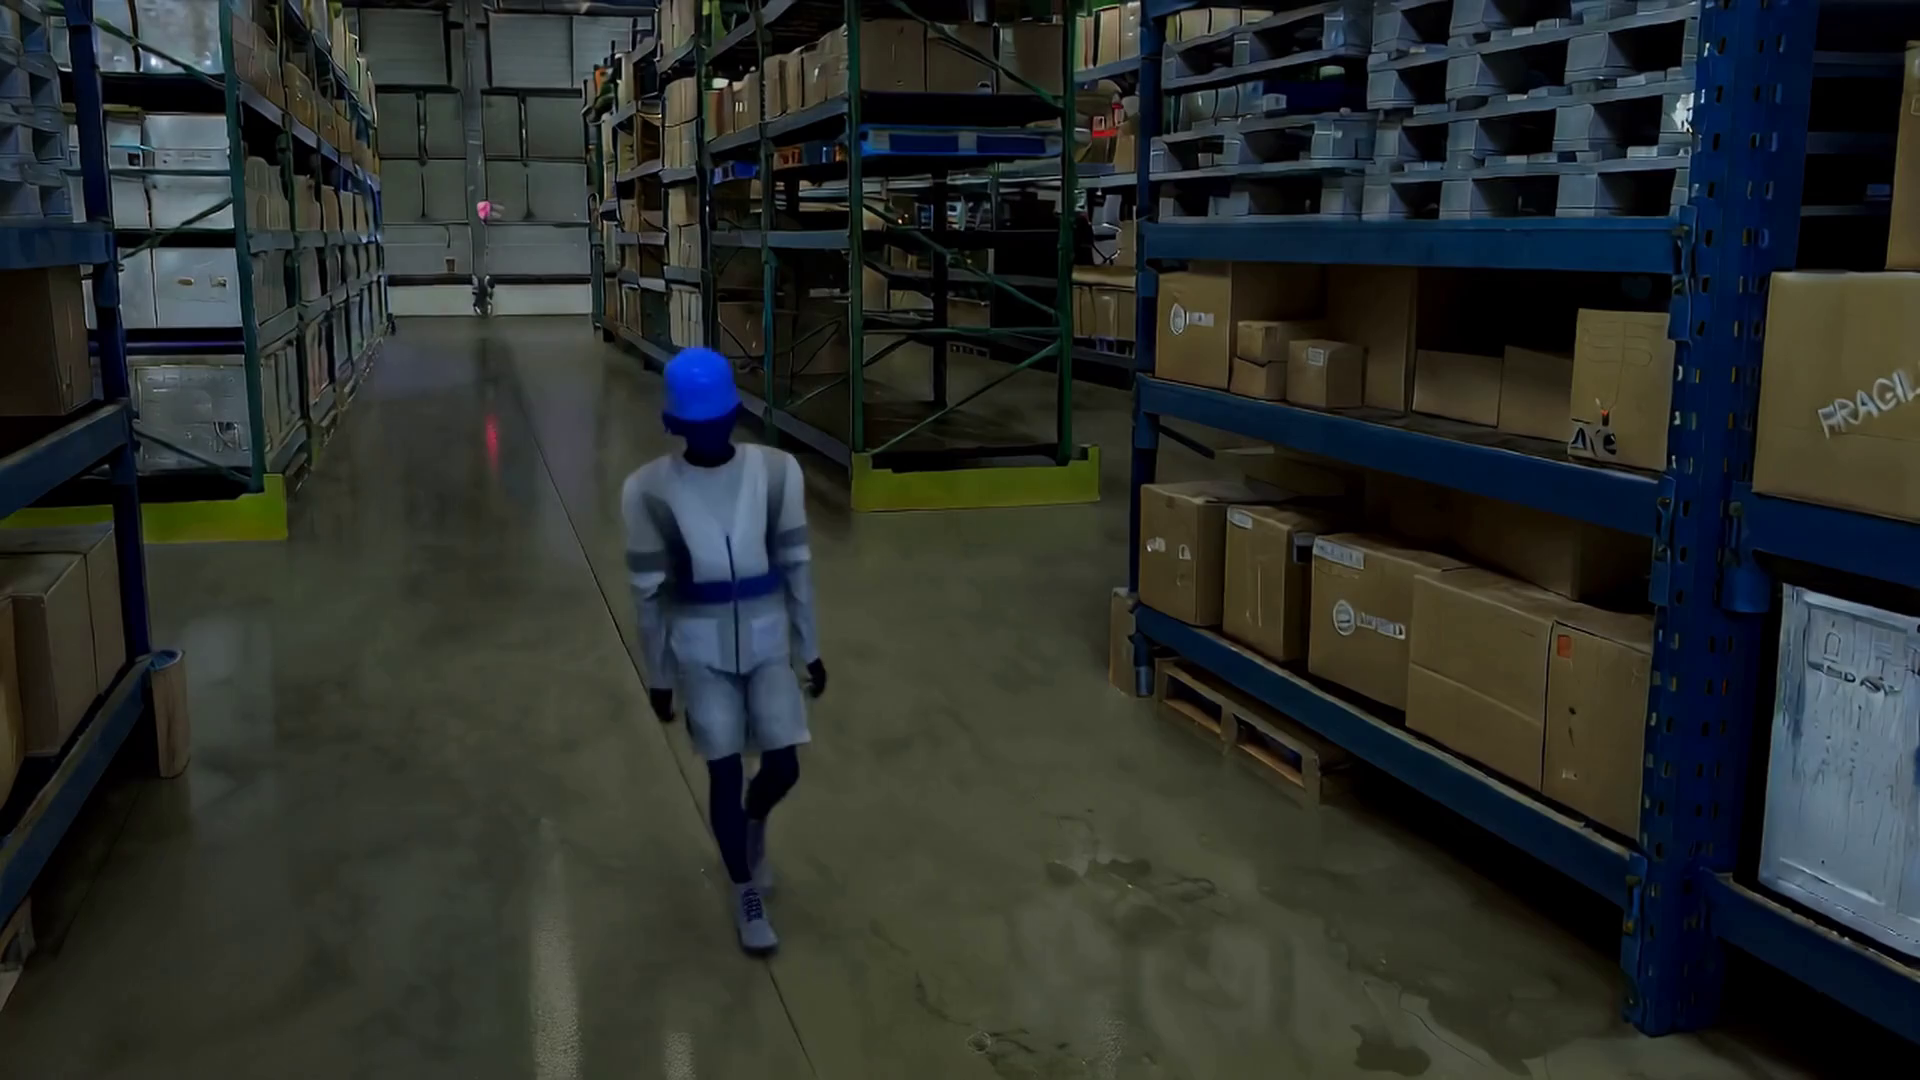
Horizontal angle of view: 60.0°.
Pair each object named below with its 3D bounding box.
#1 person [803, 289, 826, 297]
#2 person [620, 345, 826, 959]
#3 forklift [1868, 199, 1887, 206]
[{"bbox_3d":[-2.909,-4.676,33.561,0.429,1.840,0.629,7,12,33],"label":"person"},{"bbox_3d":[-0.771,0.359,5.469,0.653,2.015,0.584,-4,11,-19],"label":"person"},{"bbox_3d":[11.338,-2.915,21.052,1.129,2.768,1.873,-3,11,-17],"label":"forklift"}]
